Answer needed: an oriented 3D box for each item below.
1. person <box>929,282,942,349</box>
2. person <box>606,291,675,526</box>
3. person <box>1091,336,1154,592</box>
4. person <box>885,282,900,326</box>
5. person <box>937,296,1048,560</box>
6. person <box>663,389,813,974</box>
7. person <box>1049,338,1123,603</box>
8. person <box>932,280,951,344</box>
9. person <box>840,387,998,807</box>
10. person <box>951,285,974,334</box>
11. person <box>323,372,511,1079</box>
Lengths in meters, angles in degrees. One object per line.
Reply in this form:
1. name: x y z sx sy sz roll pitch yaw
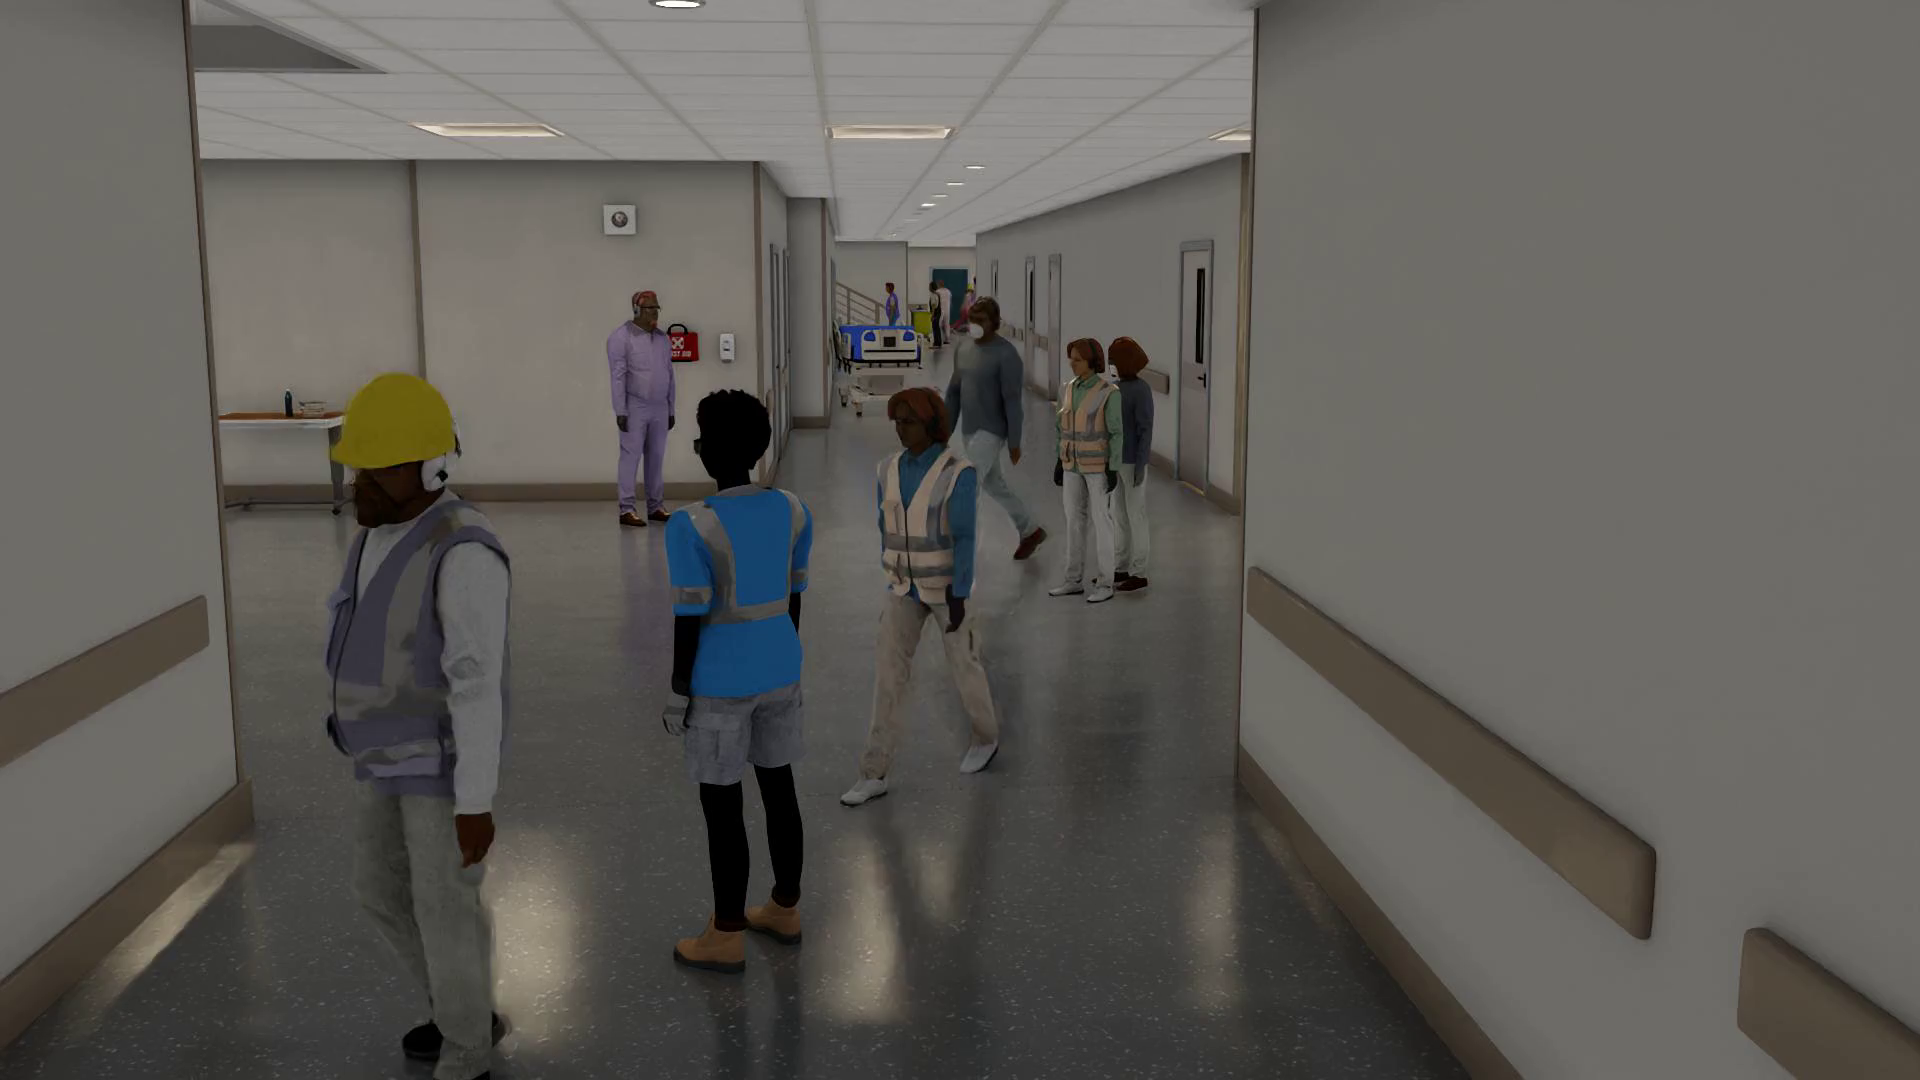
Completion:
1. person: -0.697 -6.178 45.800 0.357 1.839 0.508 2 9 13
2. person: -2.548 -1.066 13.513 0.400 1.901 0.646 7 11 37
3. person: 1.061 -0.486 10.686 0.281 1.633 0.499 -4 10 -23
4. person: -1.744 -5.723 42.946 0.392 1.837 0.560 0 9 -2
5. person: 0.227 -0.747 11.535 1.025 1.894 0.636 -6 11 -32
6. person: -0.650 0.410 4.864 0.318 1.697 0.535 7 11 37
7. person: 0.789 -0.432 10.337 0.311 1.636 0.523 -9 12 -43
8. person: -0.540 -6.664 48.712 0.420 1.886 0.676 9 12 43
9. person: -0.110 0.197 6.532 0.525 1.598 0.855 6 11 35
10. person: 0.136 -7.953 57.383 0.910 1.704 0.530 2 9 13
11. person: -1.246 0.507 3.936 0.482 1.808 0.659 -8 12 -42
